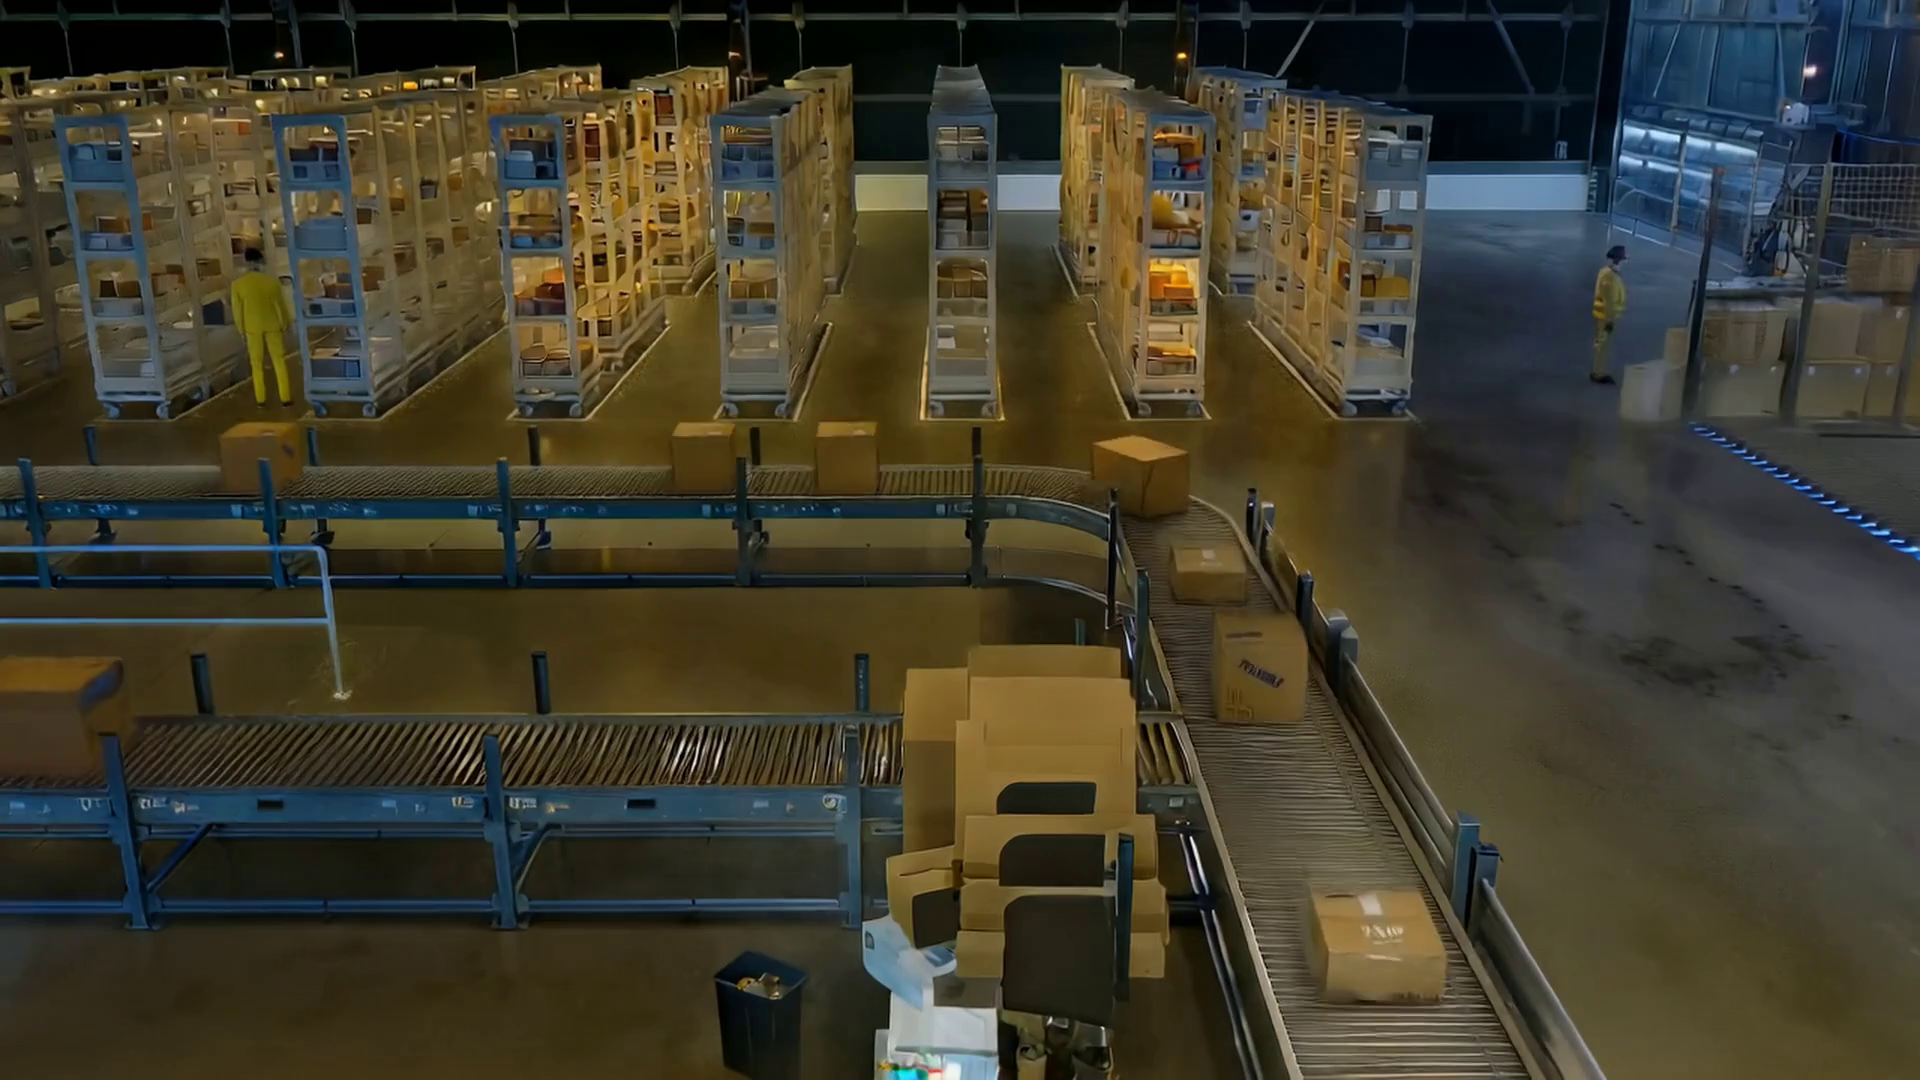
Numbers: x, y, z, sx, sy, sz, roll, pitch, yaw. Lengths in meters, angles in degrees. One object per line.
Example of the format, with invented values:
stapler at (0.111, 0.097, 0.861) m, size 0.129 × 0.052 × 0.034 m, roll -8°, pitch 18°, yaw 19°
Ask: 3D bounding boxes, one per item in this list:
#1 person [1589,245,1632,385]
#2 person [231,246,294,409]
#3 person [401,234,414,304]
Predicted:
person at (8.498, -2.943, 21.767) m, size 0.403 × 1.823 × 0.621 m, roll 6°, pitch 19°, yaw 17°
person at (-8.574, -2.606, 20.440) m, size 0.611 × 1.996 × 0.379 m, roll -8°, pitch 20°, yaw -22°
person at (-8.829, -4.582, 26.758) m, size 0.567 × 1.849 × 0.389 m, roll -12°, pitch 22°, yaw -33°
